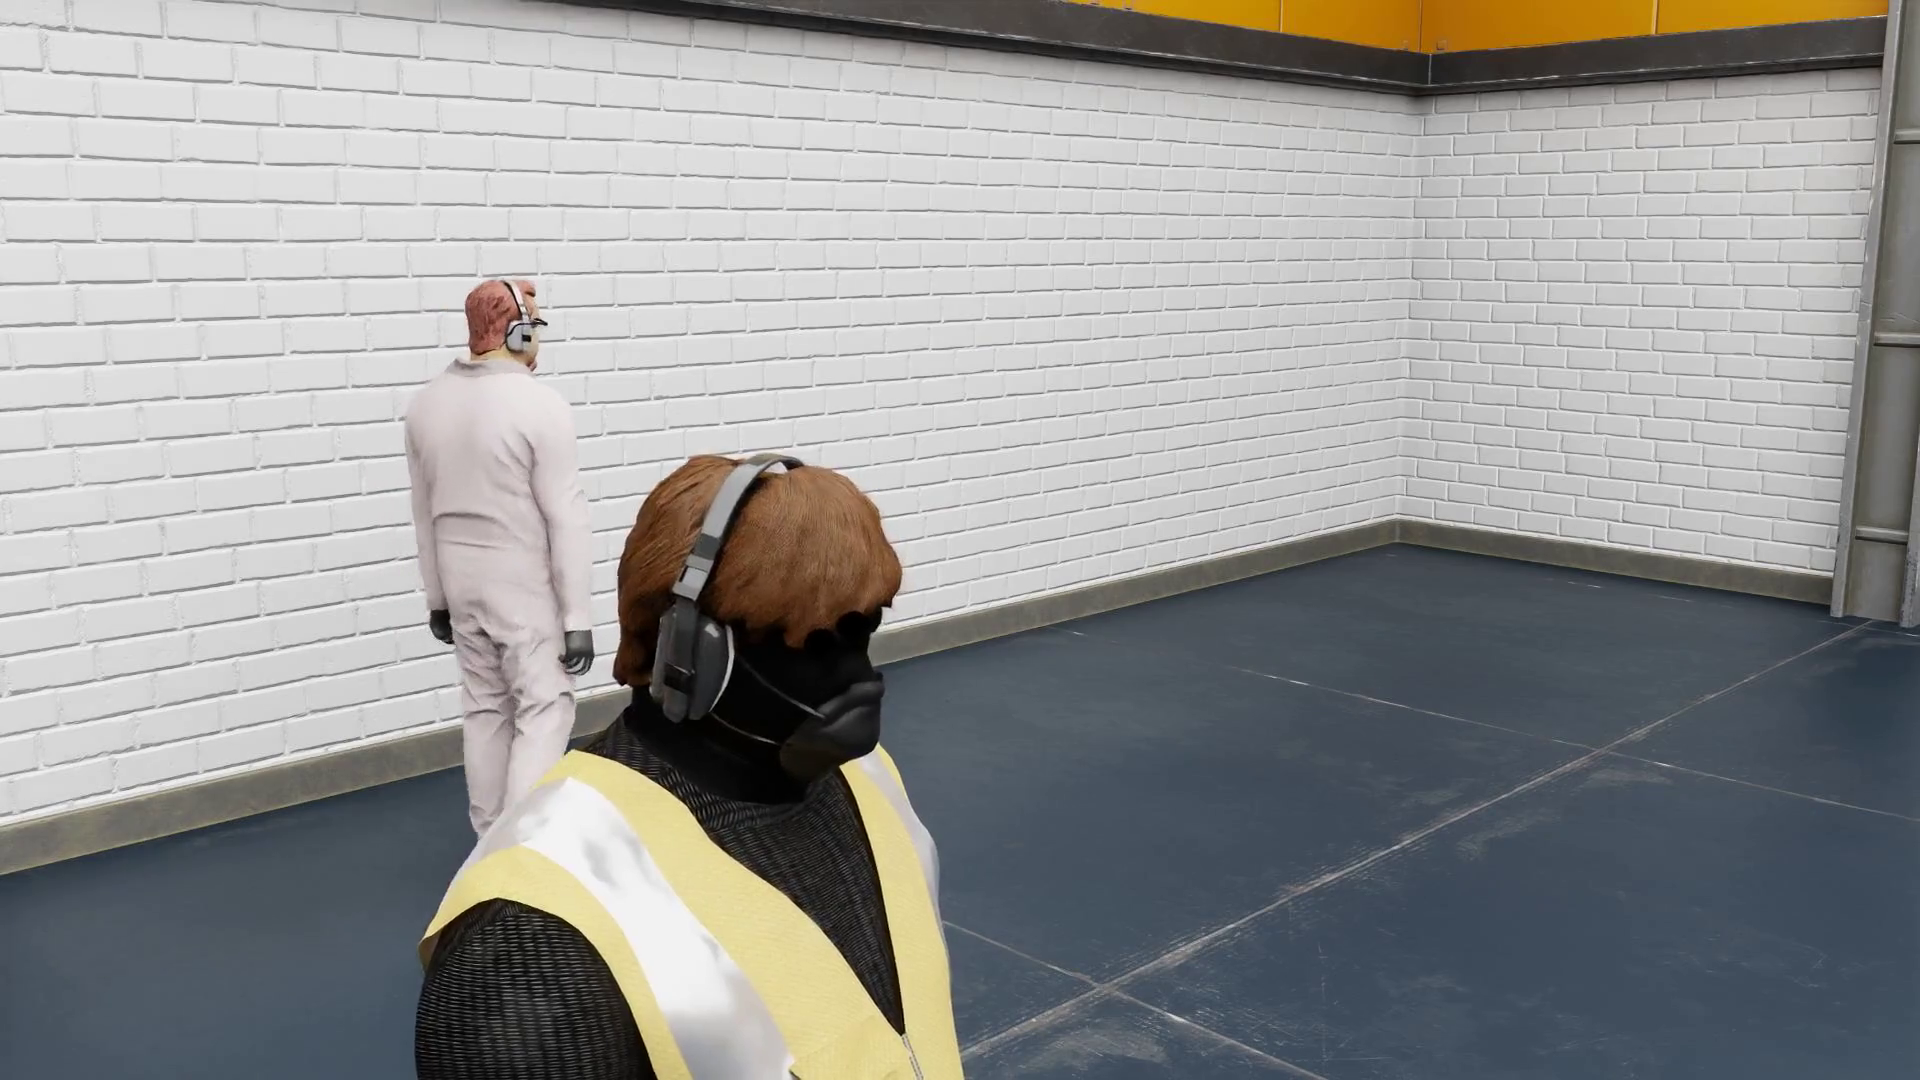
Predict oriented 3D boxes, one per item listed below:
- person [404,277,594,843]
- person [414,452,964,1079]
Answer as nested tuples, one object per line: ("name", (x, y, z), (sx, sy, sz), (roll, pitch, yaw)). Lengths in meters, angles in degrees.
("person", (-1.373, 0.158, 5.101), (0.665, 1.918, 0.421), (6, 12, 29))
("person", (-0.185, 0.831, 1.572), (0.429, 1.840, 0.624), (4, 11, 22))
